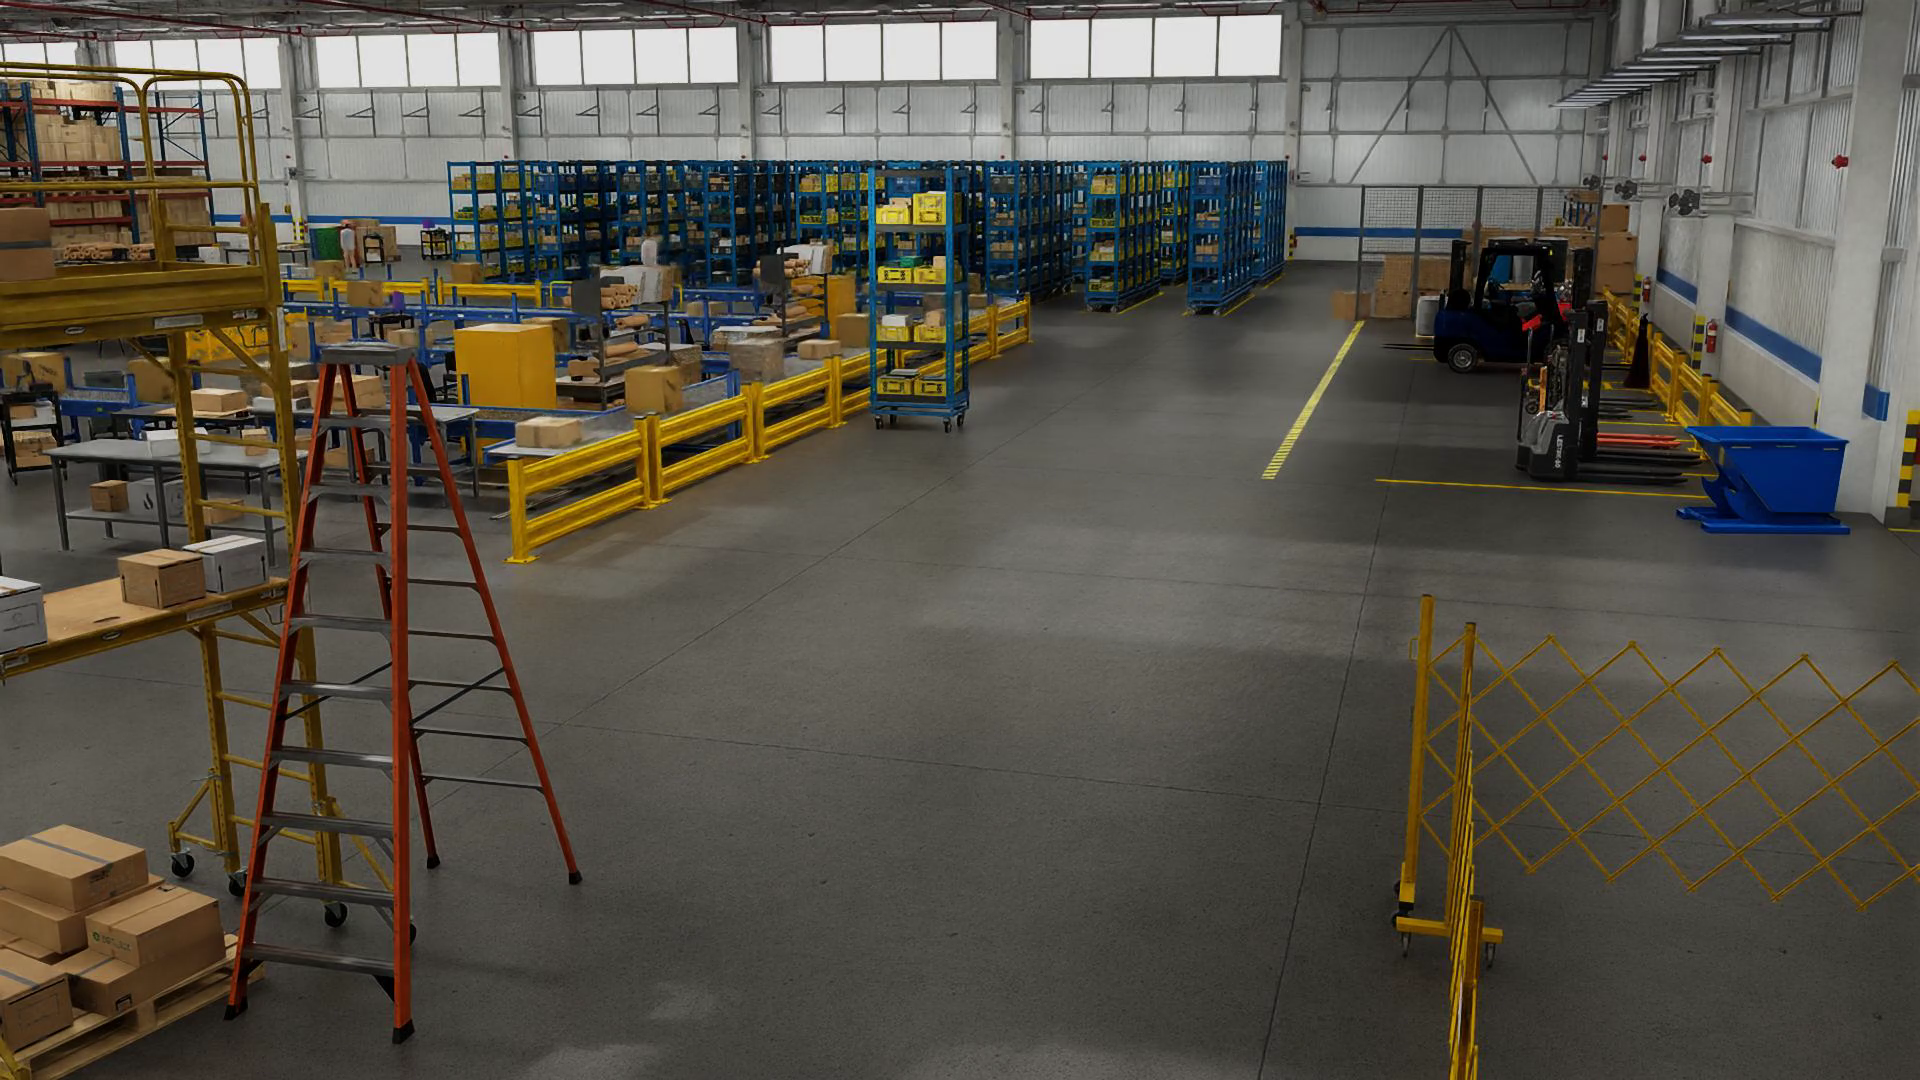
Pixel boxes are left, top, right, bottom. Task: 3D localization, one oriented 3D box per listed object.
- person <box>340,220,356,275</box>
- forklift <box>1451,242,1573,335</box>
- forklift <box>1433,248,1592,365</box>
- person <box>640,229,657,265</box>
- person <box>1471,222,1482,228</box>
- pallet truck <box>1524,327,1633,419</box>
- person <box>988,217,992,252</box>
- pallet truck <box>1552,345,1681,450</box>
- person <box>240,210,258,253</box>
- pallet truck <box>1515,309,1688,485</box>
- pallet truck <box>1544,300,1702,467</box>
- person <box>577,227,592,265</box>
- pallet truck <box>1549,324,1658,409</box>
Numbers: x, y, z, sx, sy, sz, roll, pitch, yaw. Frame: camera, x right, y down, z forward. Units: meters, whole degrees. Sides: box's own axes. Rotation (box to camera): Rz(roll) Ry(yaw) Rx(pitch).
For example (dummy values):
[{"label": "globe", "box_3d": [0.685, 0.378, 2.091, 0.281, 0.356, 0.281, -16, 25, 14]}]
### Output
[{"label": "person", "box_3d": [-19.528, -9.338, 53.072, 0.341, 1.748, 0.576, 8, 16, 32]}, {"label": "forklift", "box_3d": [10.464, -4.597, 31.405, 2.680, 1.987, 1.157, 4, 14, 16]}, {"label": "forklift", "box_3d": [9.780, -4.111, 29.280, 2.680, 1.987, 1.157, 3, 13, 14]}, {"label": "person", "box_3d": [-8.025, -7.085, 43.031, 0.477, 1.898, 0.647, 5, 14, 19]}, {"label": "person", "box_3d": [14.226, -7.823, 46.034, 0.403, 1.987, 0.608, 6, 14, 24]}, {"label": "pallet truck", "box_3d": [9.065, -2.460, 24.370, 1.522, 1.261, 0.704, 3, 13, 14]}, {"label": "person", "box_3d": [1.094, -10.513, 58.000, 0.459, 1.817, 0.624, 1, 13, 4]}, {"label": "pallet truck", "box_3d": [8.641, -1.896, 21.908, 1.630, 1.274, 0.653, 4, 14, 16]}, {"label": "person", "box_3d": [-26.565, -11.523, 62.208, 0.671, 1.890, 0.528, -8, 15, -31]}, {"label": "pallet truck", "box_3d": [7.554, -1.677, 19.446, 1.885, 1.965, 0.823, 3, 13, 14]}, {"label": "pallet truck", "box_3d": [8.263, -1.952, 20.631, 1.885, 1.965, 0.823, 5, 14, 20]}, {"label": "person", "box_3d": [-11.453, -8.858, 50.874, 0.879, 1.815, 0.577, -1, 13, -2]}, {"label": "pallet truck", "box_3d": [9.824, -2.669, 25.407, 1.601, 1.201, 0.680, 4, 14, 16]}]
